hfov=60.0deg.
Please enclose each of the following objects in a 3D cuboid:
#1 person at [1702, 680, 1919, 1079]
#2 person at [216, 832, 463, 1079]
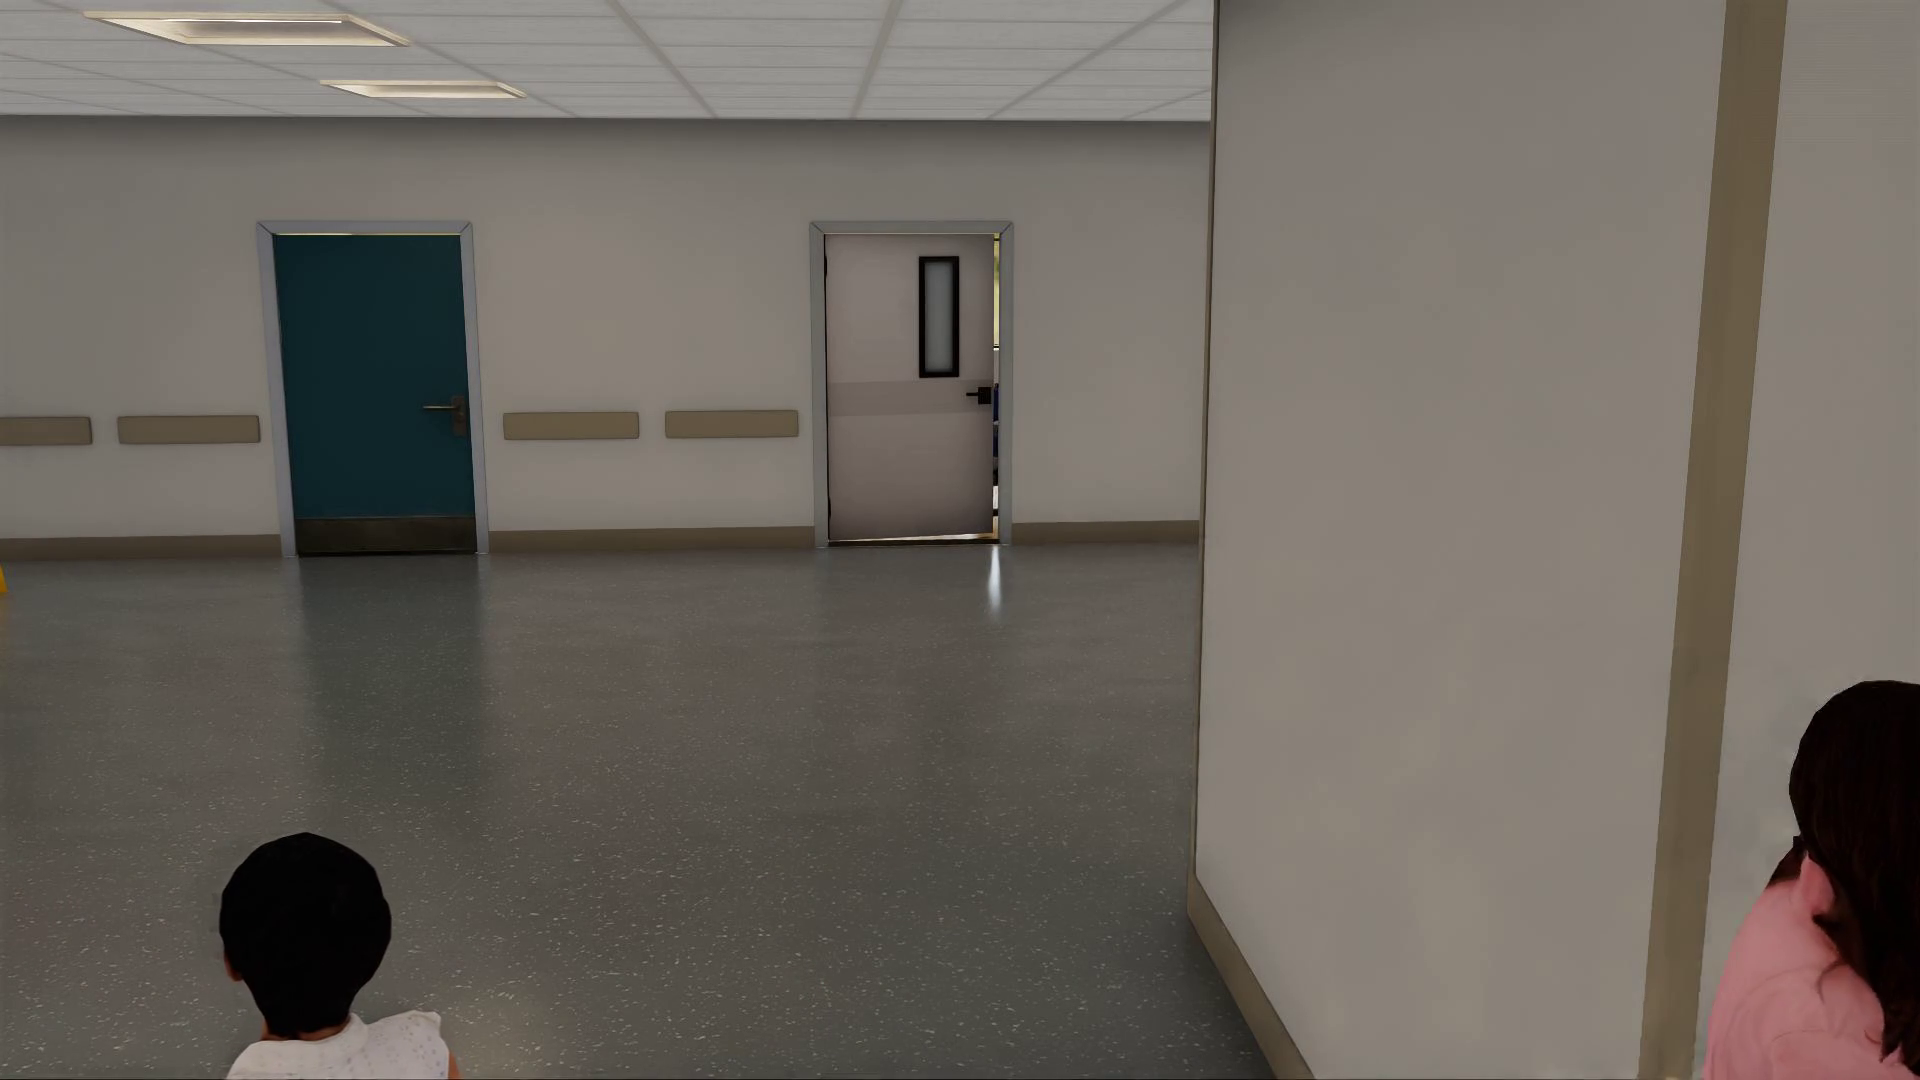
[{"bbox_3d":[0.890,1.027,2.072,1.054,1.770,0.958,6,12,29],"label":"person"},{"bbox_3d":[-0.796,1.120,2.155,0.701,1.556,0.630,10,15,43],"label":"person"}]
